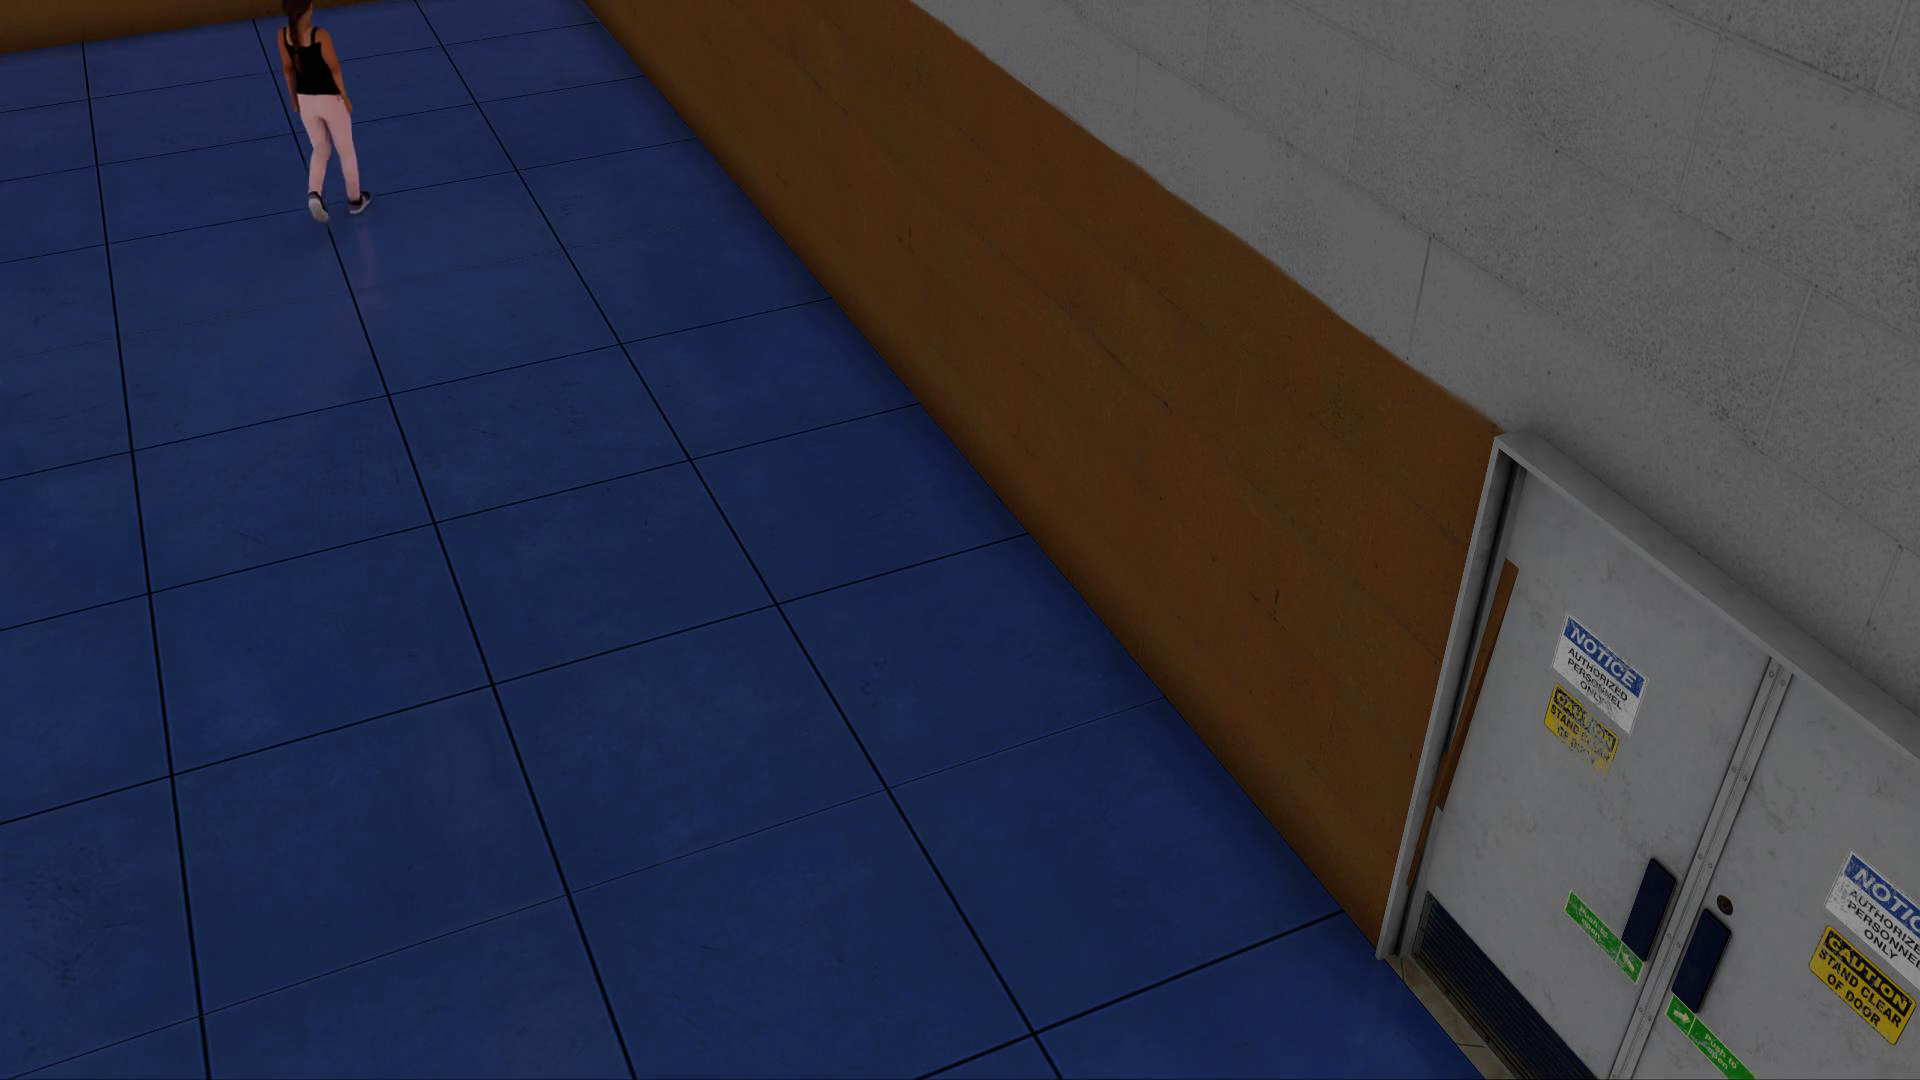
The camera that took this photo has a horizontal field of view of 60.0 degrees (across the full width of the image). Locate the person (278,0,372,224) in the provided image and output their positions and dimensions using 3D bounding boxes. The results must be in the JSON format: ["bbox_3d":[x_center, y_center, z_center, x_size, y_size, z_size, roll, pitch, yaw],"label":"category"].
[{"bbox_3d":[-4.082,-2.741,10.582,0.855,1.549,0.815,3,37,4],"label":"person"}]
